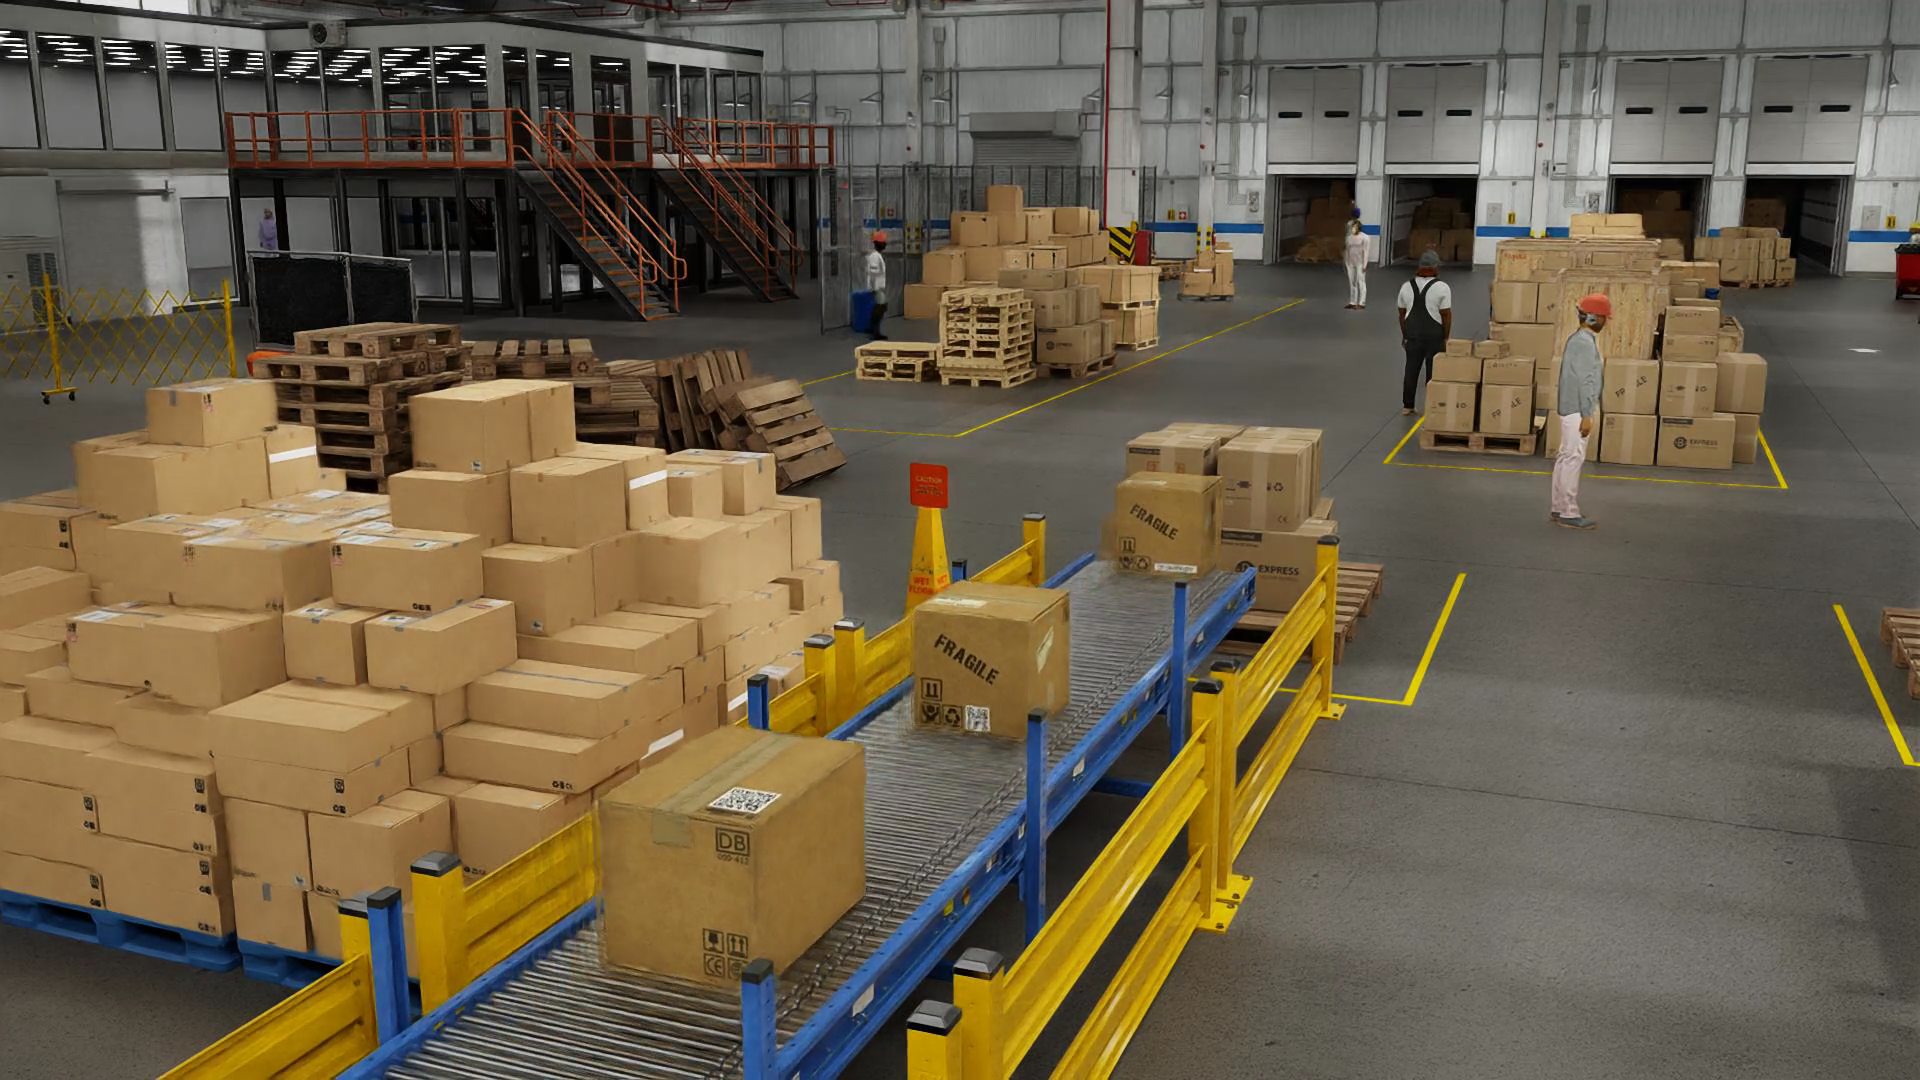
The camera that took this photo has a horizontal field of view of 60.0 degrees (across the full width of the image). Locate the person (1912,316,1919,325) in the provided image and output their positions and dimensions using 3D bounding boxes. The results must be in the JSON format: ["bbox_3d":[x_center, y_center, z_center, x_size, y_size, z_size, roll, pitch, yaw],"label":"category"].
[{"bbox_3d":[18.985,-4.984,32.284,0.838,1.652,0.546,-4,13,-19],"label":"person"}]

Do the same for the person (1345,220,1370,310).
[{"bbox_3d":[8.615,-5.968,36.126,0.390,1.931,0.622,-8,15,-33],"label":"person"}]

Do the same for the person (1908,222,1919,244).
[{"bbox_3d":[23.345,-6.921,40.800,0.324,1.742,0.492,10,16,38],"label":"person"}]

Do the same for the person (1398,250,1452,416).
[{"bbox_3d":[5.738,-2.525,20.410,0.678,2.000,0.537,11,17,42],"label":"person"}]

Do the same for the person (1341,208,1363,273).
[{"bbox_3d":[11.231,-8.521,47.568,0.617,1.925,0.729,-12,17,-43],"label":"person"}]

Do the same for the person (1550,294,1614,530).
[{"bbox_3d":[5.268,-1.089,14.096,0.405,1.985,0.613,2,13,9],"label":"person"}]

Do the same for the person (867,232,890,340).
[{"bbox_3d":[-1.431,-4.500,29.544,0.407,1.919,0.573,1,13,4],"label":"person"}]
